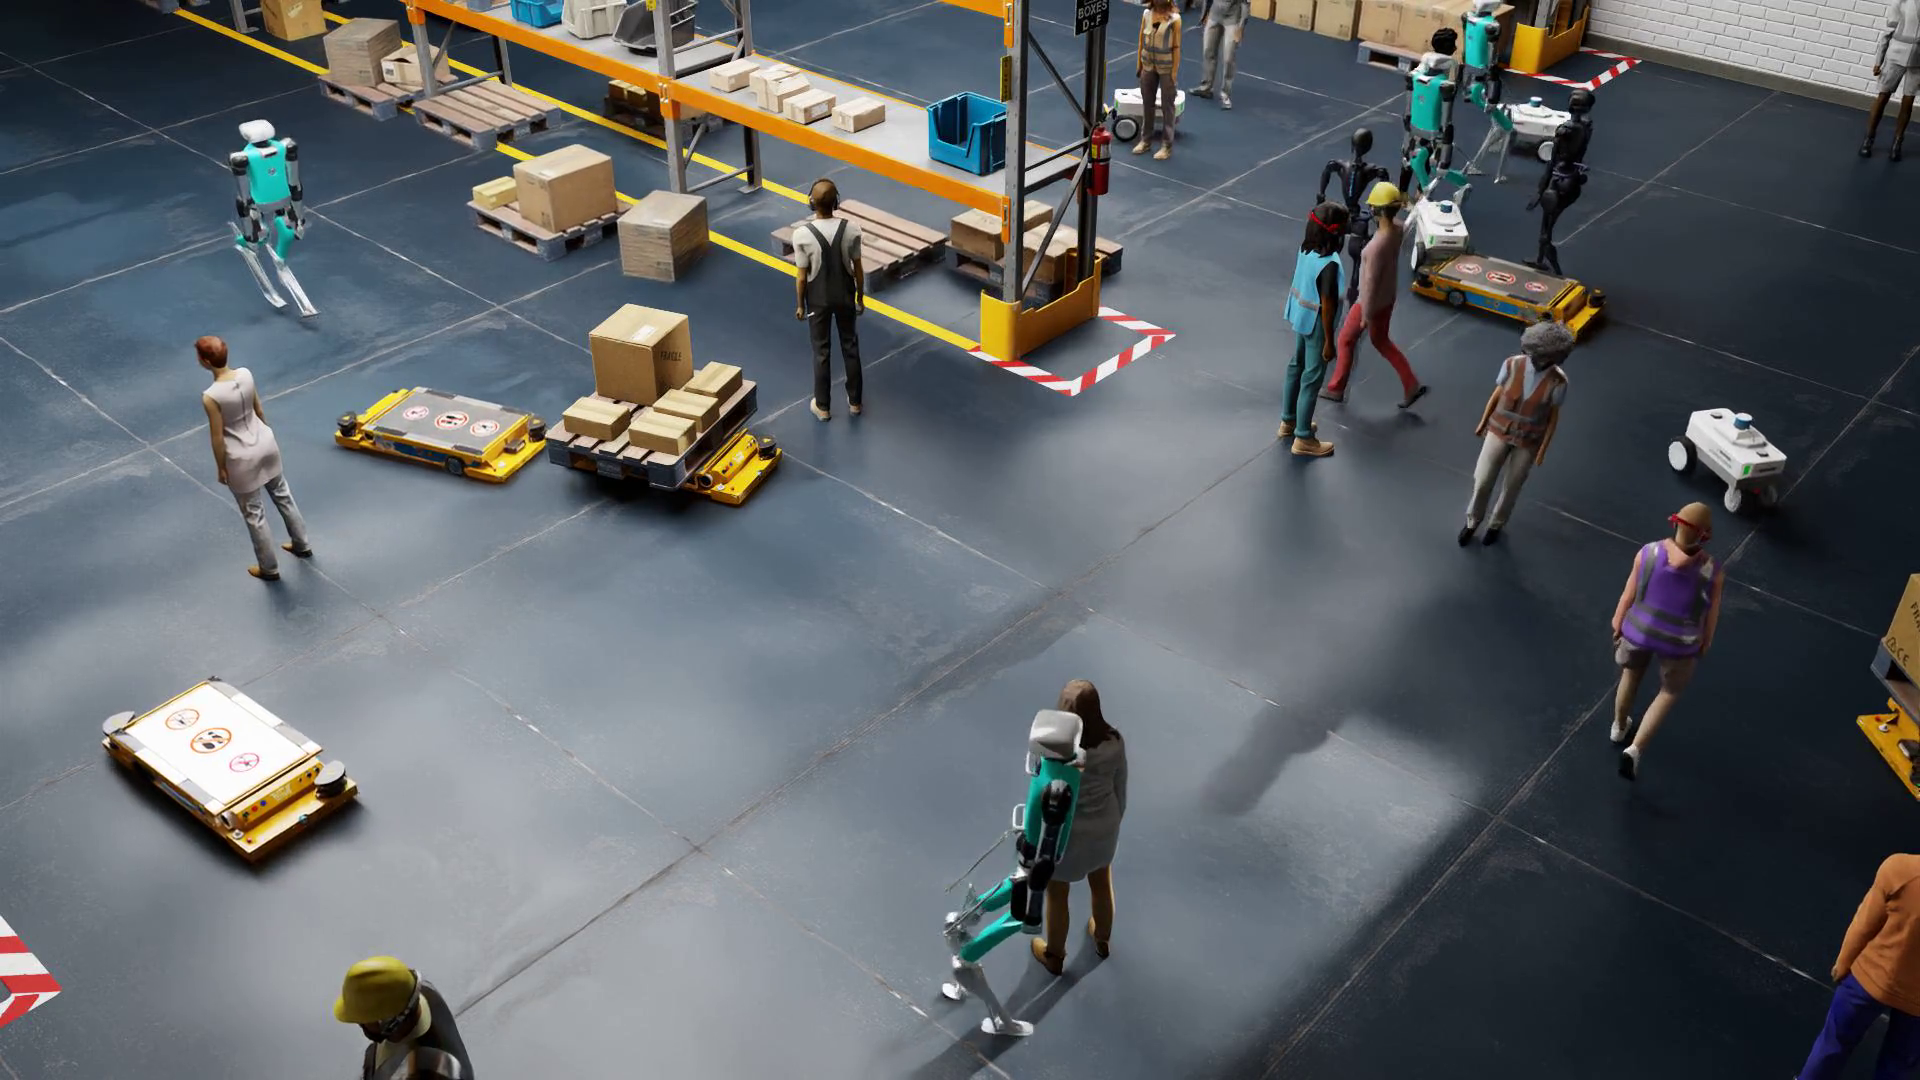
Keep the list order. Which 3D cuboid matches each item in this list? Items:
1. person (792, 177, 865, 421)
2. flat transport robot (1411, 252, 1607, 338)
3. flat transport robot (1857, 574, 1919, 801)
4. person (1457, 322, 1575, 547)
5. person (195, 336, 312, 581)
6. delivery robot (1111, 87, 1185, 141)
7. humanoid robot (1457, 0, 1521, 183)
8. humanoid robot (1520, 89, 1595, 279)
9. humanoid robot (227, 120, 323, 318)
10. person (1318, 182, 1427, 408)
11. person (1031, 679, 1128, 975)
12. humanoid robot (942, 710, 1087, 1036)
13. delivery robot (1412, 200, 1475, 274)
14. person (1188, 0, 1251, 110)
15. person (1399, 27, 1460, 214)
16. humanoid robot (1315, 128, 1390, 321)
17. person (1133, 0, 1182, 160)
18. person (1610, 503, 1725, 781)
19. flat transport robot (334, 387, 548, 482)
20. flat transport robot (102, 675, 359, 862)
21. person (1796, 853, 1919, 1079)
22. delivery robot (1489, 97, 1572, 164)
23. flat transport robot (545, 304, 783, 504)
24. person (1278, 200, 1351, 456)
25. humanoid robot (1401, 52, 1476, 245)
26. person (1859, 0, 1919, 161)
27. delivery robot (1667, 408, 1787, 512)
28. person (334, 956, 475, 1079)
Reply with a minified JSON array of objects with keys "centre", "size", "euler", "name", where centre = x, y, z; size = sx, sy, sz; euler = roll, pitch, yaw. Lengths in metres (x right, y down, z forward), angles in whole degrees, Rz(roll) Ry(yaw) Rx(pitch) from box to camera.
[{"centre":[-0.927,-1.712,11.903],"size":[0.506,1.846,0.344],"euler":[-9,36,-13],"name":"person"},{"centre":[4.550,-2.061,13.796],"size":[1.431,0.231,0.659],"euler":[24,41,30],"name":"flat transport robot"},{"centre":[5.818,1.133,9.168],"size":[1.431,0.231,0.659],"euler":[-2,35,-3],"name":"flat transport robot"},{"centre":[3.498,-0.641,10.507],"size":[0.495,1.656,0.485],"euler":[17,38,23],"name":"person"},{"centre":[-4.429,-0.520,10.348],"size":[0.297,1.651,0.436],"euler":[14,37,20],"name":"person"},{"centre":[1.891,-4.367,16.884],"size":[0.765,0.594,0.520],"euler":[2,35,3],"name":"delivery robot"},{"centre":[5.054,-4.242,15.684],"size":[0.816,1.797,0.557],"euler":[-11,36,-15],"name":"humanoid robot"},{"centre":[5.012,-2.933,13.849],"size":[0.585,1.659,0.591],"euler":[-28,43,-34],"name":"humanoid robot"},{"centre":[-5.514,-2.544,13.188],"size":[1.007,1.708,0.531],"euler":[28,43,34],"name":"humanoid robot"},{"centre":[3.055,-1.739,12.041],"size":[0.763,1.725,0.519],"euler":[23,41,29],"name":"person"},{"centre":[0.528,1.316,7.674],"size":[0.491,1.660,0.339],"euler":[-12,37,-17],"name":"person"},{"centre":[0.121,1.500,7.394],"size":[0.818,1.821,0.554],"euler":[3,35,4],"name":"humanoid robot"},{"centre":[4.164,-2.642,14.374],"size":[0.499,0.581,0.774],"euler":[3,35,4],"name":"delivery robot"},{"centre":[2.720,-5.463,17.320],"size":[0.736,1.879,0.343],"euler":[28,43,34],"name":"person"},{"centre":[4.253,-3.803,15.064],"size":[0.532,1.693,0.320],"euler":[-19,39,-26],"name":"person"},{"centre":[3.057,-2.440,13.103],"size":[0.612,1.651,0.304],"euler":[12,36,17],"name":"humanoid robot"},{"centre":[1.909,-4.563,16.101],"size":[0.454,1.768,0.342],"euler":[23,41,30],"name":"person"},{"centre":[3.687,0.530,8.796],"size":[0.501,1.671,0.619],"euler":[22,40,29],"name":"person"},{"centre":[-3.705,-0.778,11.937],"size":[1.431,0.231,0.659],"euler":[13,37,18],"name":"flat transport robot"},{"centre":[-4.001,1.203,9.067],"size":[1.431,0.231,0.659],"euler":[24,41,30],"name":"flat transport robot"},{"centre":[3.830,1.780,6.735],"size":[0.518,1.974,0.398],"euler":[19,39,25],"name":"person"},{"centre":[5.673,-4.073,16.466],"size":[0.788,0.601,0.499],"euler":[14,37,20],"name":"delivery robot"},{"centre":[-2.038,-0.627,11.718],"size":[1.431,0.231,0.659],"euler":[13,37,18],"name":"flat transport robot"},{"centre":[2.458,-1.467,11.530],"size":[0.391,1.866,0.521],"euler":[-6,35,-9],"name":"person"},{"centre":[4.180,-3.377,14.434],"size":[0.887,1.788,0.569],"euler":[-20,39,-26],"name":"humanoid robot"},{"centre":[9.146,-4.635,16.075],"size":[0.547,1.923,0.385],"euler":[15,37,20],"name":"person"},{"centre":[5.299,-0.598,11.427],"size":[0.499,0.597,0.790],"euler":[-8,35,-11],"name":"delivery robot"},{"centre":[-1.991,2.214,6.242],"size":[0.403,1.817,0.598],"euler":[-14,37,-19],"name":"person"}]
